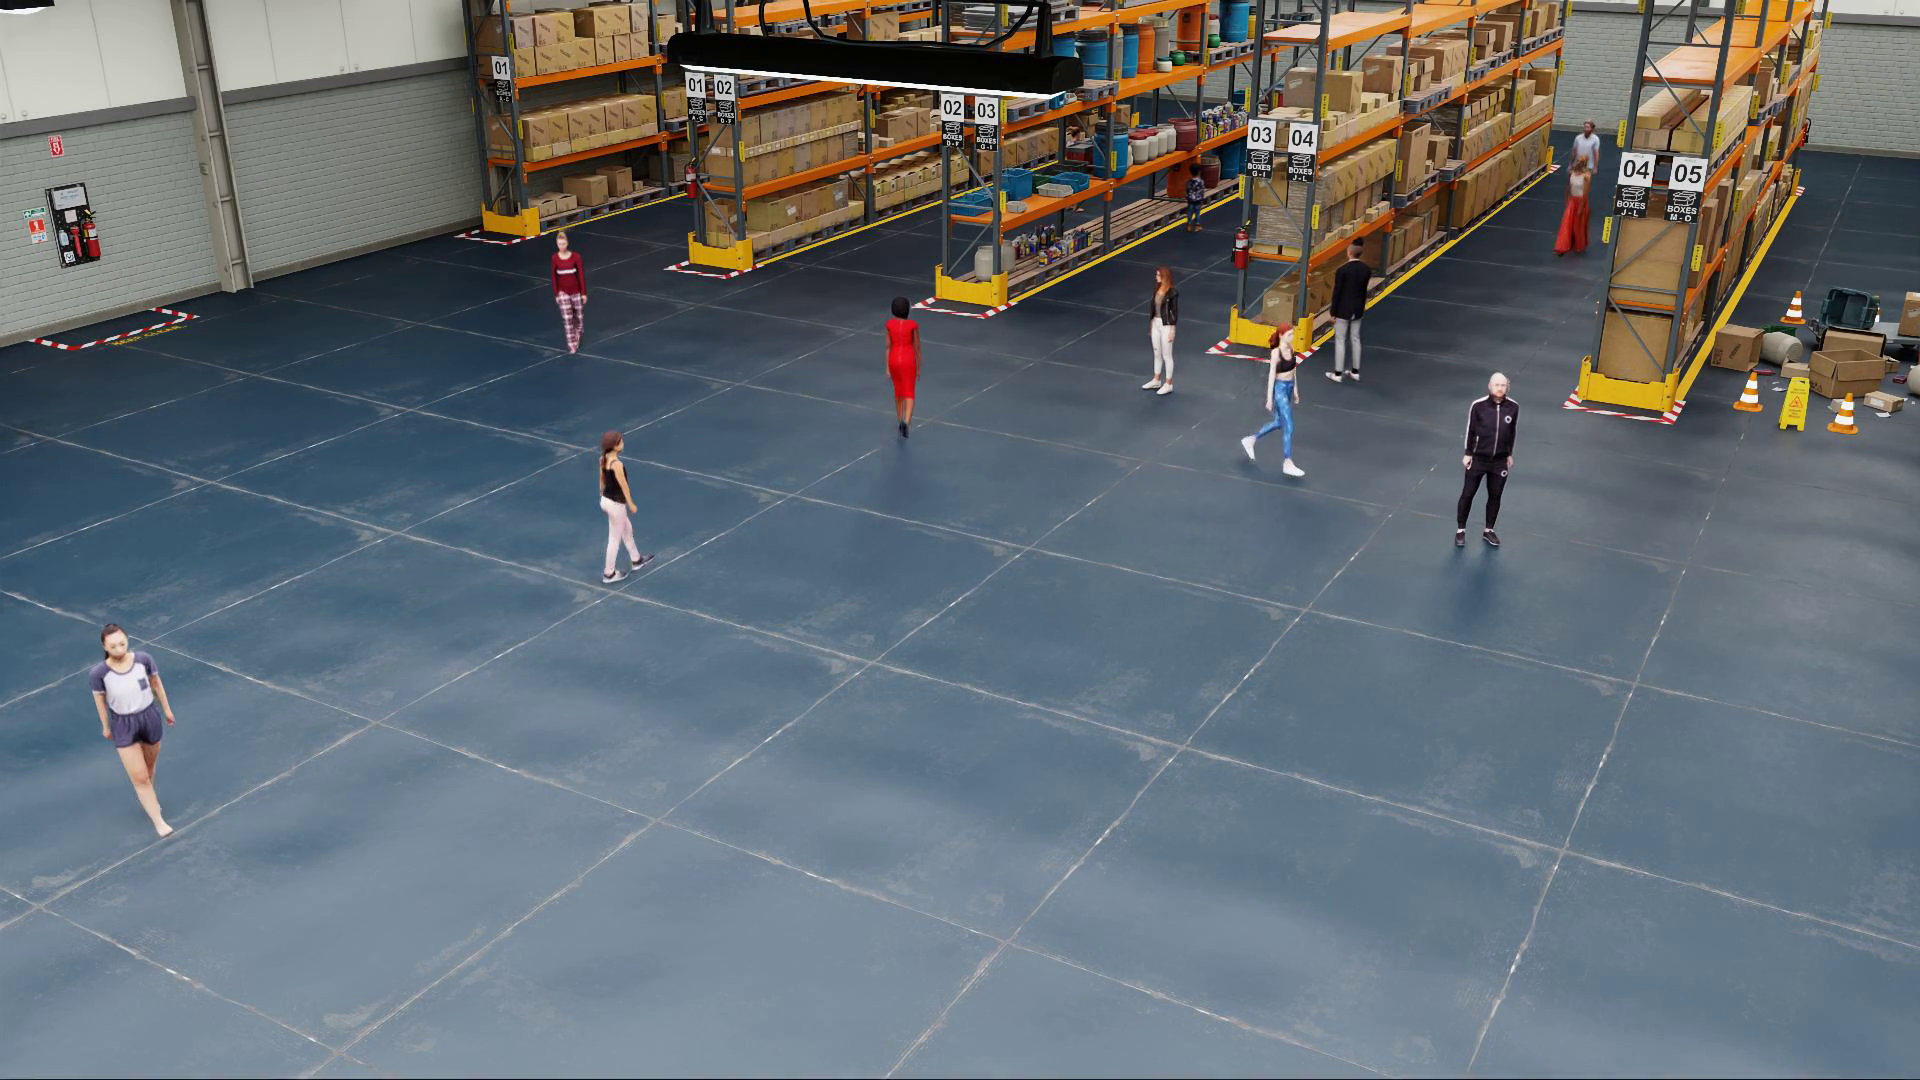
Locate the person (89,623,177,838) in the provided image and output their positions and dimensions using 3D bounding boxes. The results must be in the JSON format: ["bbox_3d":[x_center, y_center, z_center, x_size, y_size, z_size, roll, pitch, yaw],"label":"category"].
[{"bbox_3d":[-6.093,1.355,12.246,0.835,1.612,1.004,21,31,40],"label":"person"}]

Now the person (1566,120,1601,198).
[{"bbox_3d":[12.065,-7.181,32.054,0.727,1.821,0.692,20,30,39],"label":"person"}]

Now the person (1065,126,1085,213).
[{"bbox_3d":[2.225,-7.244,32.443,0.649,1.632,0.659,-16,28,-33],"label":"person"}]

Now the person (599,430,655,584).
[{"bbox_3d":[-3.429,-0.308,16.250,0.932,1.540,0.749,-16,28,-34],"label":"person"}]

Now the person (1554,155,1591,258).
[{"bbox_3d":[10.737,-5.784,28.860,1.290,1.749,0.934,-14,27,-30],"label":"person"}]

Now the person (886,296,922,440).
[{"bbox_3d":[-0.696,-2.088,20.187,0.743,1.734,0.928,5,23,11],"label":"person"}]

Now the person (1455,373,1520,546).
[{"bbox_3d":[5.430,-0.841,17.123,0.756,1.837,0.756,0,23,0],"label":"person"}]

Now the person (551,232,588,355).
[{"bbox_3d":[-5.534,-3.525,23.643,0.961,1.675,1.042,-4,23,-10],"label":"person"}]

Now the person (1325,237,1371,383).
[{"bbox_3d":[5.229,-3.098,22.286,0.766,1.951,0.862,-9,25,-20],"label":"person"}]

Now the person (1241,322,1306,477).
[{"bbox_3d":[3.628,-1.646,19.117,0.736,1.759,1.081,18,29,35],"label":"person"}]

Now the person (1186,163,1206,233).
[{"bbox_3d":[4.358,-6.360,30.851,0.527,1.250,0.517,8,24,19],"label":"person"}]

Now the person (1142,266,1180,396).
[{"bbox_3d":[2.683,-2.780,21.861,0.674,1.697,0.672,-14,27,-30],"label":"person"}]
